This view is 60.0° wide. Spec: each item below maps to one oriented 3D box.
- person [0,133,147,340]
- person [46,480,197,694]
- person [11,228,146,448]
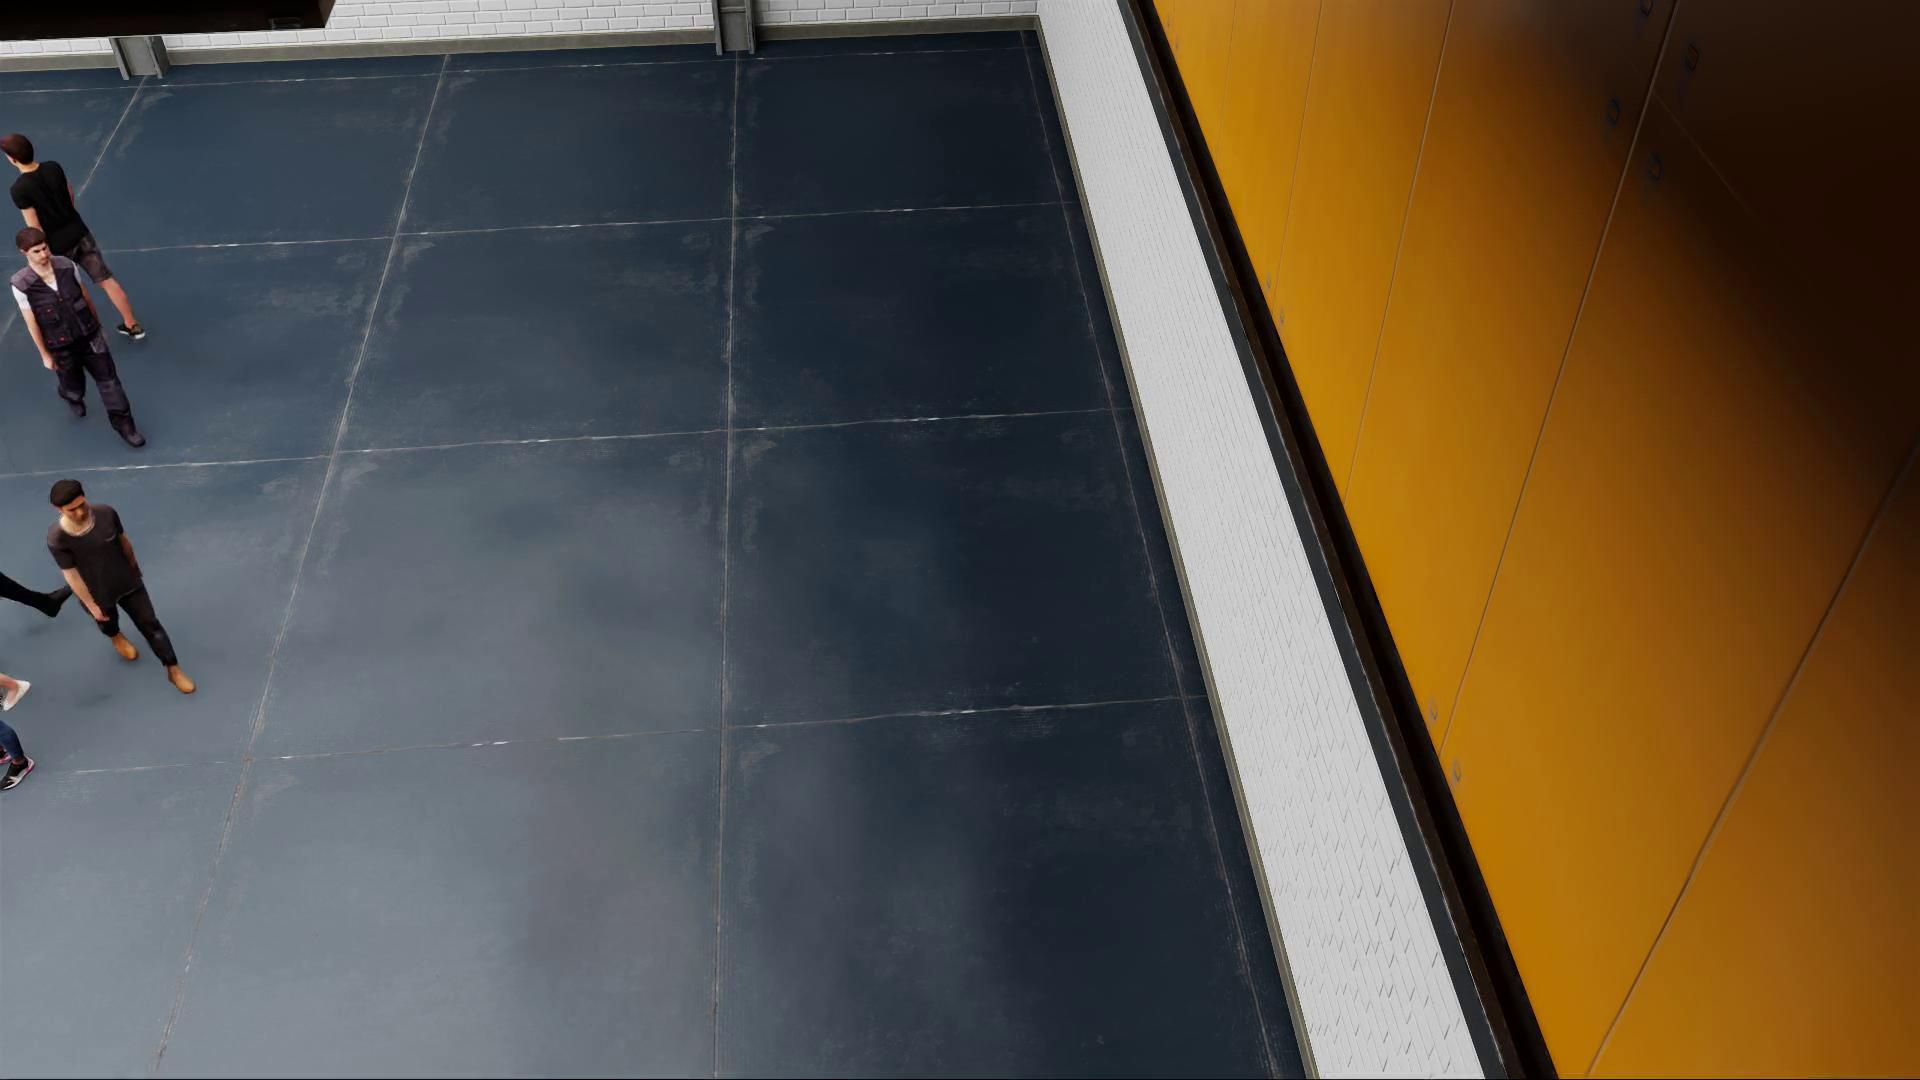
[{"bbox_3d":[-6.984,-2.341,13.126,1.308,1.813,1.111,20,47,20],"label":"person"},{"bbox_3d":[-5.440,0.242,10.516,1.090,1.673,1.091,34,53,30],"label":"person"},{"bbox_3d":[-6.579,-1.504,12.233,1.114,1.832,1.066,30,51,28],"label":"person"}]
